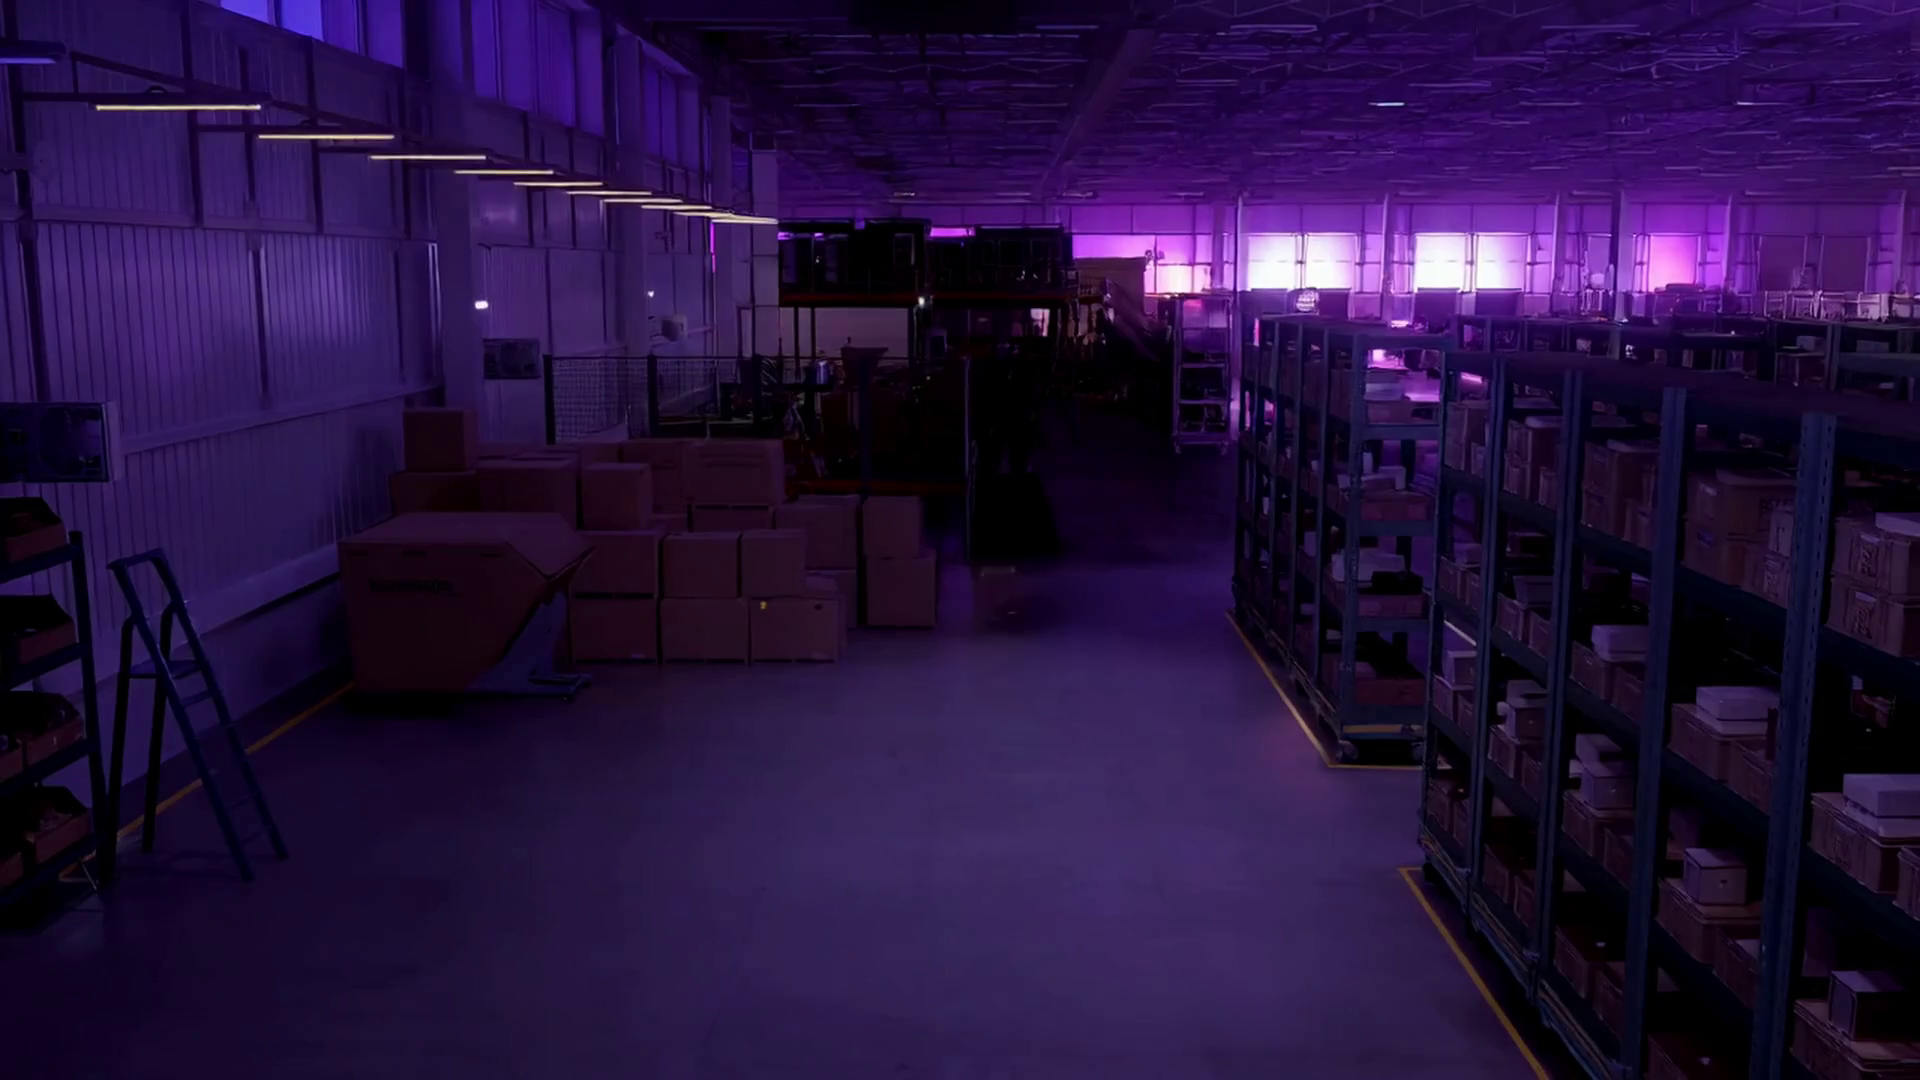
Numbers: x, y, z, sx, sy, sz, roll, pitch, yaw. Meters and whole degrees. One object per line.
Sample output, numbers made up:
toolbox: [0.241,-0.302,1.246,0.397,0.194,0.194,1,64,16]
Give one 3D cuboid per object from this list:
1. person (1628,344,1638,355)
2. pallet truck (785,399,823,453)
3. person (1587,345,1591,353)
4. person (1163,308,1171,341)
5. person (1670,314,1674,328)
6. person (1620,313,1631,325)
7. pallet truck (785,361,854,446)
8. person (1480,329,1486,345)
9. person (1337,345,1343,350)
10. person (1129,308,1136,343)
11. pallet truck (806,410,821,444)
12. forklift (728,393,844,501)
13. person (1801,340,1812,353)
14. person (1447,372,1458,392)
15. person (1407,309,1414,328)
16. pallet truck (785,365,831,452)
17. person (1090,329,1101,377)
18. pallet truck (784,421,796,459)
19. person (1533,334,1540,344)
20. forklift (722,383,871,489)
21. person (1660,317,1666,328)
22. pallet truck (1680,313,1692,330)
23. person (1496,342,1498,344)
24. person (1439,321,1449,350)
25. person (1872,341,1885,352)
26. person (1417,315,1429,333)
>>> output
person: [24.234,-6.529,59.419,0.684,2.000,0.535,8,12,40]
pallet truck: [-3.814,-2.432,36.419,1.630,1.274,0.653,0,9,1]
person: [19.234,-5.031,50.755,0.525,1.854,0.444,-2,9,-10]
person: [12.044,-12.502,96.609,0.421,1.924,0.570,-6,11,-34]
person: [38.693,-11.384,90.280,0.375,1.762,0.538,5,11,29]
person: [33.619,-10.474,83.956,0.801,1.973,0.613,-6,11,-33]
pallet truck: [-3.410,-3.193,38.978,1.885,1.965,0.823,0,9,-1]
person: [23.399,-8.762,73.849,0.571,1.824,0.939,6,11,33]
person: [17.451,-9.091,75.902,0.438,1.830,0.627,-8,12,-42]
person: [9.700,-12.116,94.050,0.435,1.982,0.642,-6,11,-33]
pallet truck: [-3.559,-2.018,33.905,1.522,1.261,0.704,0,9,-1]
forklift: [-2.979,-1.316,26.476,2.680,1.987,1.157,0,9,1]
person: [29.981,-6.250,58.827,0.753,1.666,0.534,0,9,-2]
person: [15.272,-5.143,51.837,0.821,1.738,0.526,-4,10,-23]
person: [25.639,-12.207,94.832,0.398,1.919,0.586,6,11,35]
pallet truck: [-3.774,-2.976,37.635,1.885,1.965,0.823,1,9,5]
person: [5.178,-7.224,64.268,0.721,1.853,0.605,2,9,12]
pallet truck: [-4.013,-1.793,32.705,1.601,1.201,0.680,0,9,1]
person: [22.790,-7.588,66.120,1.047,2.000,0.616,-5,10,-27]
forklift: [-2.893,-1.687,28.729,2.680,1.987,1.157,0,9,-1]
person: [36.894,-10.867,87.248,0.436,1.682,0.552,2,9,11]
pallet truck: [36.315,-10.531,84.244,0.823,1.965,1.885,-6,11,-33]
person: [26.335,-10.136,82.157,1.029,1.896,0.639,2,9,9]
person: [21.762,-8.932,74.856,0.430,1.845,0.622,-1,9,-7]
person: [33.519,-6.653,60.572,0.792,1.905,0.551,-3,10,-20]
person: [22.504,-9.967,80.972,0.584,1.928,0.373,4,10,21]
